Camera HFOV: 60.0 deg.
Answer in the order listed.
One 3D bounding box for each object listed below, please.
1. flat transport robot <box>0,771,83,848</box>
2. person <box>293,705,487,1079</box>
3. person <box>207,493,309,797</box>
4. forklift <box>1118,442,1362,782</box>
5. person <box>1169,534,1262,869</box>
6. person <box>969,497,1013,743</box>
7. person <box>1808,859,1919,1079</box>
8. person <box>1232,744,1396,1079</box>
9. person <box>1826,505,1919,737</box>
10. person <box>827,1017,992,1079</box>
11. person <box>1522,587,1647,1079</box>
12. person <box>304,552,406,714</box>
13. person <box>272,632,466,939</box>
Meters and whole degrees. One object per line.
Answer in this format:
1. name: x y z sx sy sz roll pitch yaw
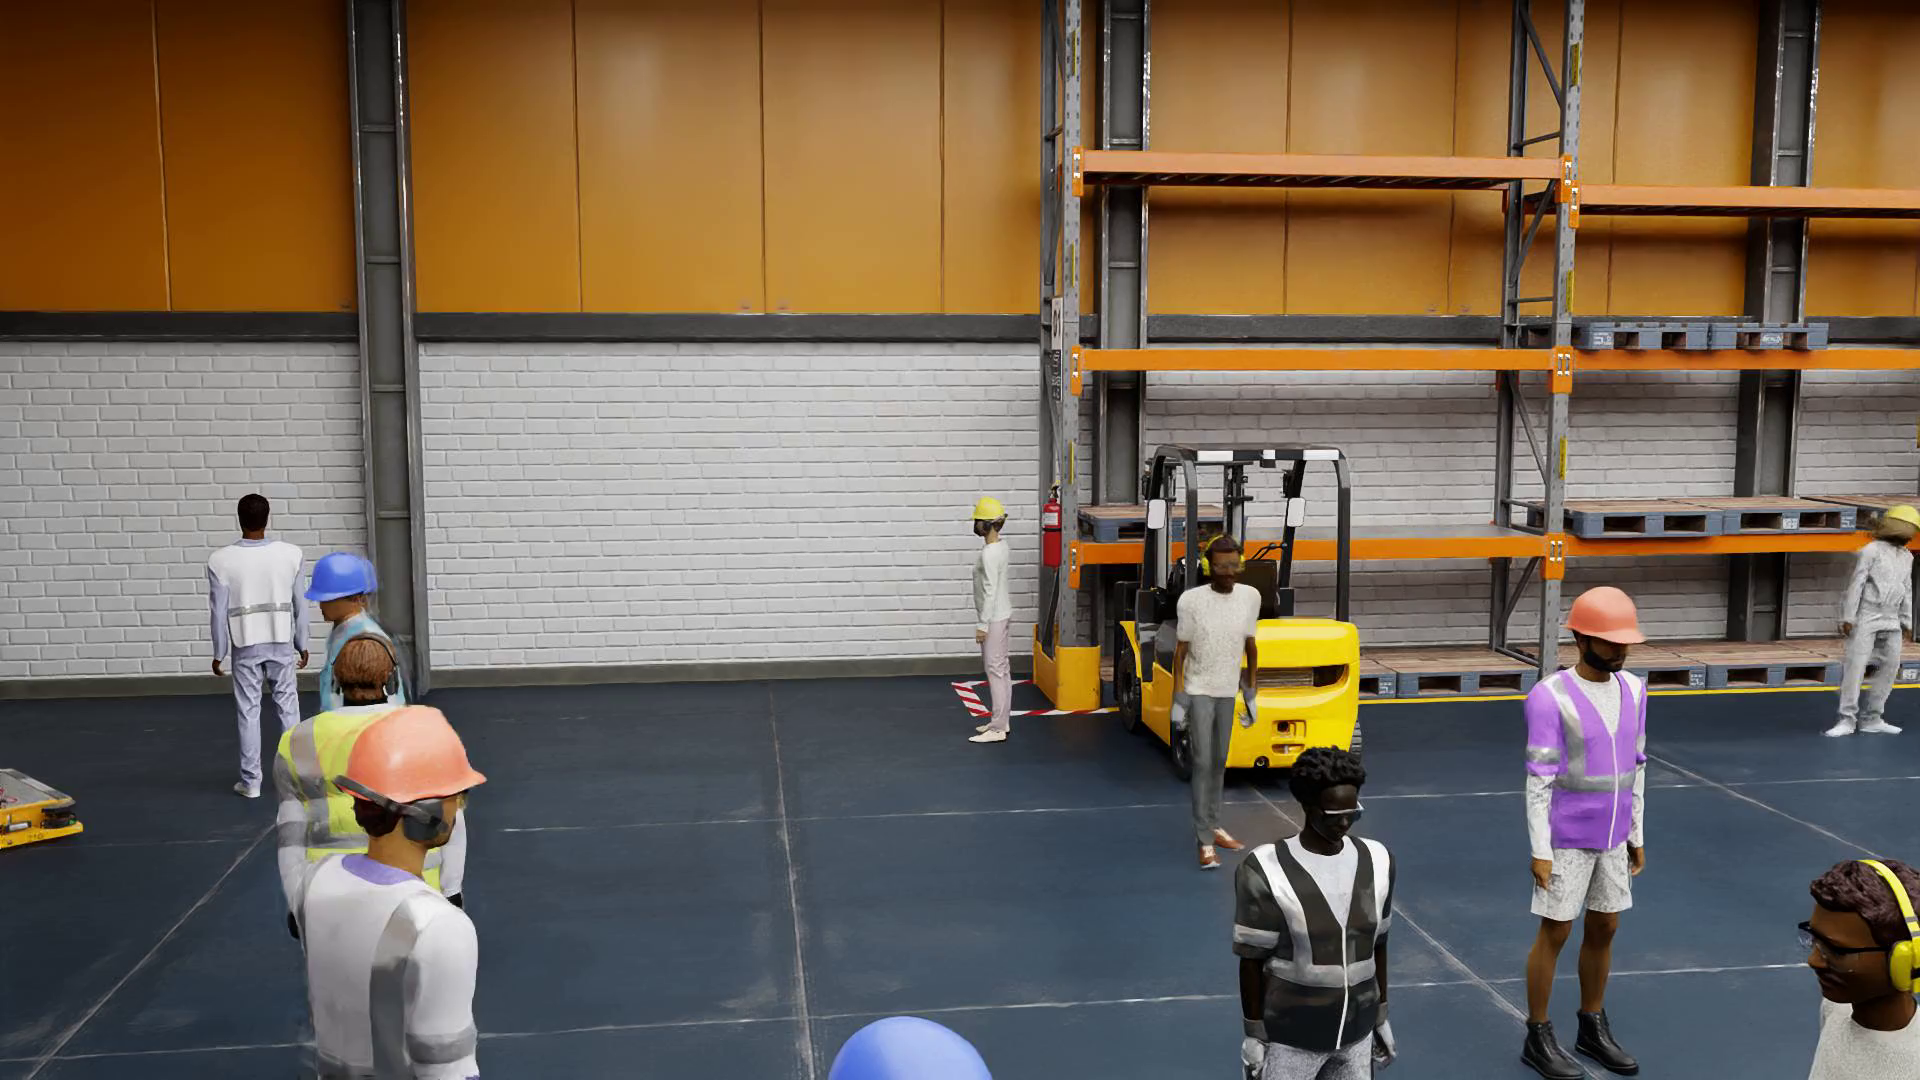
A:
1. flat transport robot: -5.774 1.567 9.778 1.431 0.197 0.652 6 9 42
2. person: -1.300 1.383 3.762 0.620 2.031 0.667 5 8 38
3. person: -4.421 0.666 10.519 0.587 1.920 0.391 -4 8 -32
4. forklift: 1.912 0.418 11.496 1.214 2.155 2.313 -1 7 -8
5. person: 1.421 0.874 9.153 0.512 1.825 0.667 -2 7 -20
6. person: 0.215 0.574 11.981 0.315 1.770 0.524 1 7 12
7. person: 1.760 1.526 3.260 0.334 1.860 0.509 0 7 4
8. person: 1.037 1.424 4.857 0.532 1.694 0.319 -2 7 -20
9. person: 6.624 0.597 12.073 0.649 1.703 0.301 -2 7 -17
10. person: -0.023 1.598 2.278 0.417 1.939 0.605 5 8 38
11. person: 2.432 1.132 6.413 0.545 1.929 0.388 -3 7 -22
12. person: -2.690 0.997 7.614 0.545 1.925 0.598 -2 7 -20
13. person: -2.055 1.237 5.853 0.621 1.845 0.429 -2 7 -16
